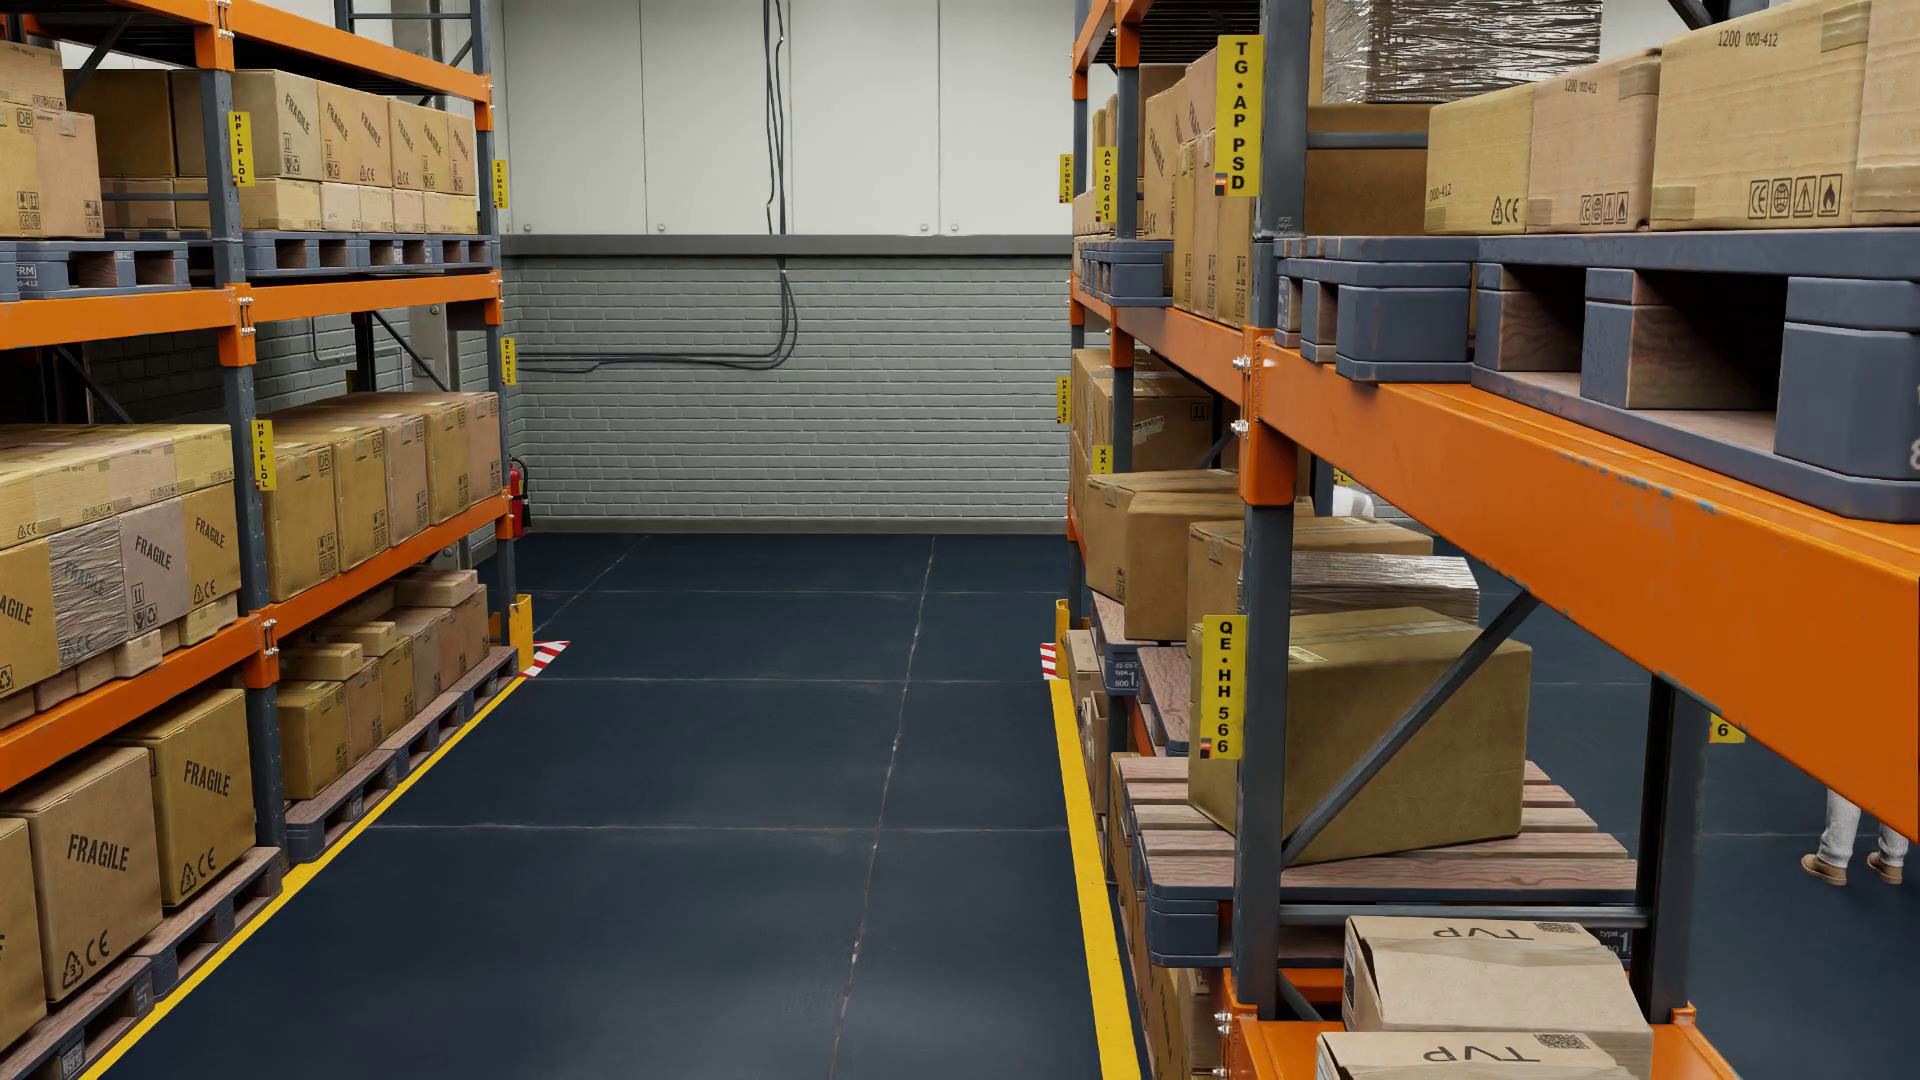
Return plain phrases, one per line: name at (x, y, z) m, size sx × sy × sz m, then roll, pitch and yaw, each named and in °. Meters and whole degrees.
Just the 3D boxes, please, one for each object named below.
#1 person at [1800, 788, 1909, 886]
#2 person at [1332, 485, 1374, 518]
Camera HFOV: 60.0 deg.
person at (4.313, 0.729, 7.870) m, size 0.626 × 1.846 × 0.429 m, roll 0°, pitch 10°, yaw -1°
person at (2.258, 0.291, 10.367) m, size 0.587 × 1.846 × 0.971 m, roll 1°, pitch 10°, yaw 3°
